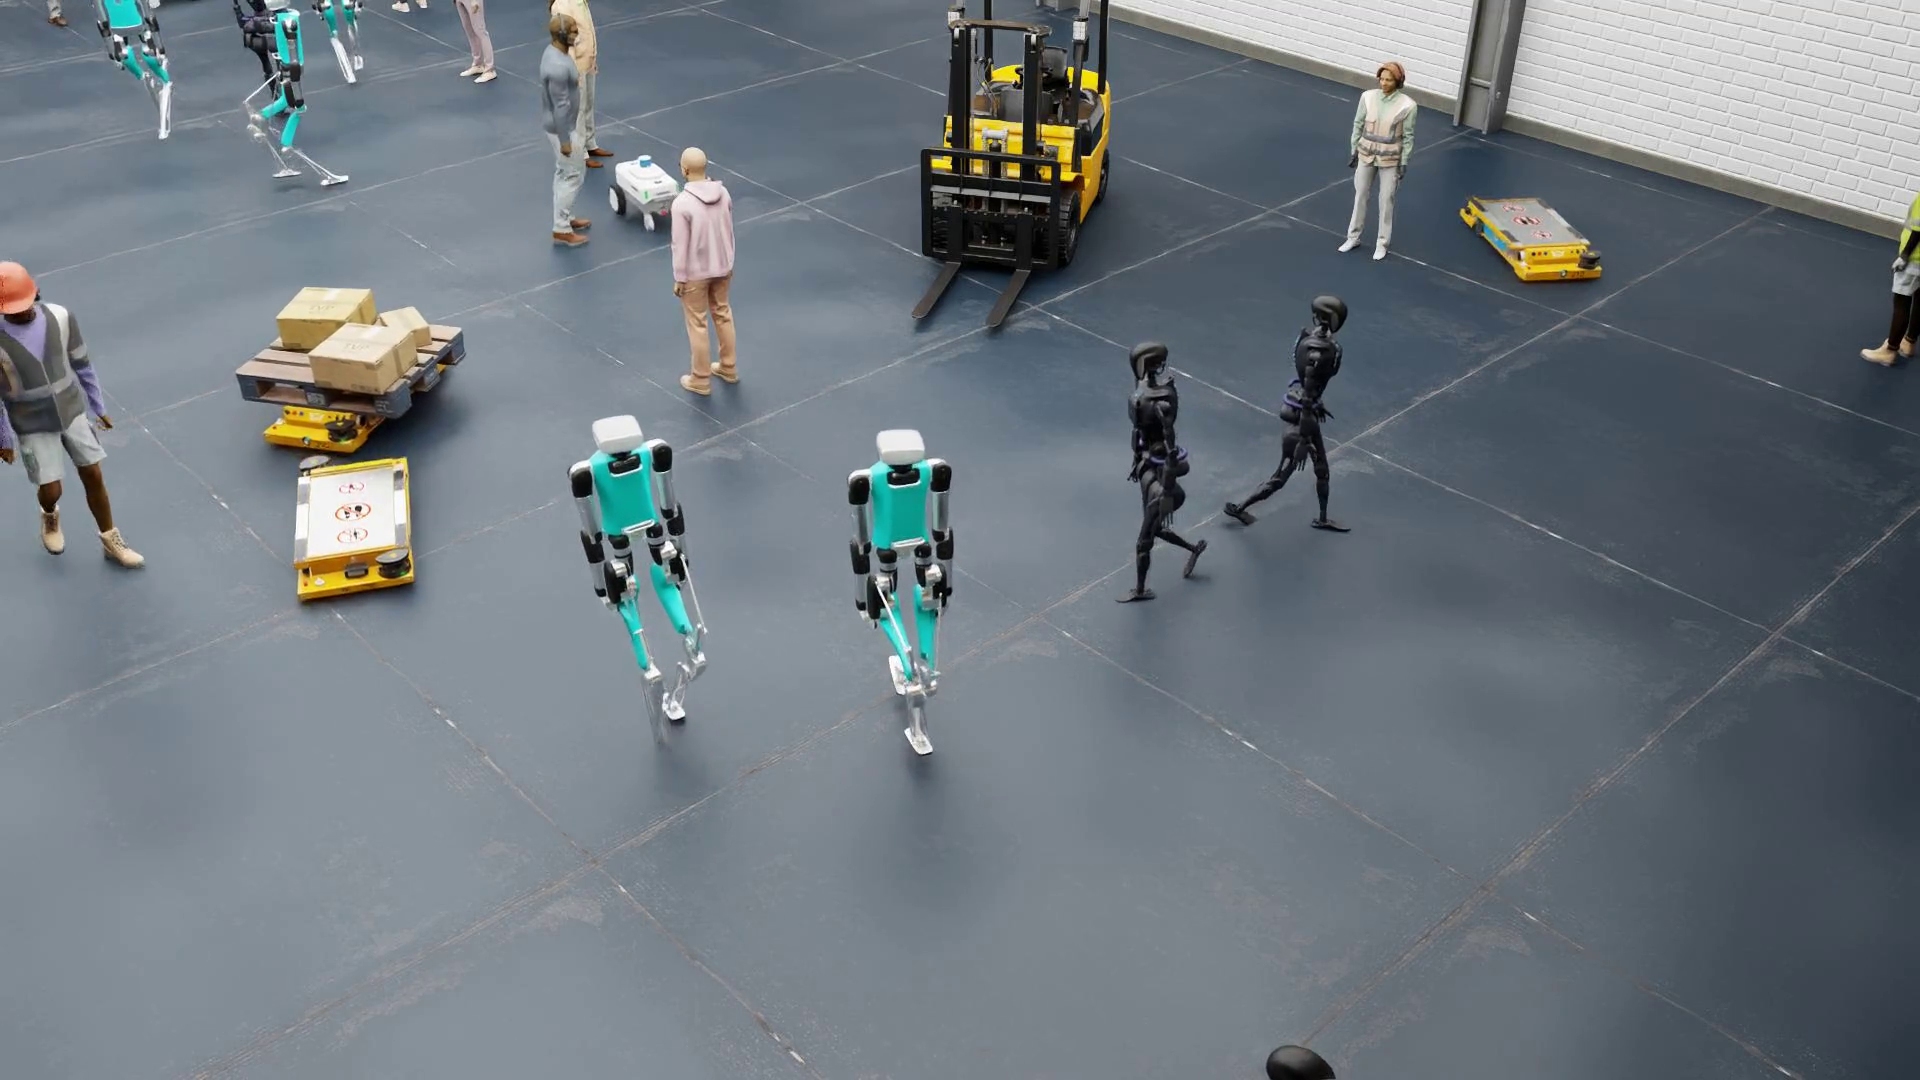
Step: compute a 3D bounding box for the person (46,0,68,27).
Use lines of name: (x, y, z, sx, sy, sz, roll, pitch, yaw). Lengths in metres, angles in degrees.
person: (-10.831, -6.873, 19.485, 0.549, 1.631, 0.486, -9, 34, -13)

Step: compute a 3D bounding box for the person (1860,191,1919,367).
person: (6.971, -2.081, 12.059, 0.539, 1.695, 0.317, -19, 37, -26)

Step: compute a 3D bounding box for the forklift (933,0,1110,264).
forklift: (0.570, -3.725, 14.138, 1.214, 2.155, 2.313, 9, 34, 13)

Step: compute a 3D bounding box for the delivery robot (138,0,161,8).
delivery robot: (-9.808, -6.934, 20.554, 0.499, 0.580, 0.766, 25, 41, 33)

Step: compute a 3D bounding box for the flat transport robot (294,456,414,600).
flat transport robot: (-3.771, -0.124, 10.364, 0.659, 0.231, 1.431, -9, 34, -14)

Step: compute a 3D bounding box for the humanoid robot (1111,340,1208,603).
humanoid robot: (1.204, -0.393, 9.506, 0.610, 1.634, 0.612, -8, 34, -12)

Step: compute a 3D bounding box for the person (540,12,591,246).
person: (-3.324, -3.456, 13.990, 0.466, 1.914, 0.646, -6, 33, -8)

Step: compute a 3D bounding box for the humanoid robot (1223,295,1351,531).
humanoid robot: (2.064, -0.757, 10.102, 0.787, 1.628, 0.609, 10, 34, 15)

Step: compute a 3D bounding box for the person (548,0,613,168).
person: (-3.573, -4.438, 15.523, 0.408, 1.877, 0.563, 5, 33, 8)

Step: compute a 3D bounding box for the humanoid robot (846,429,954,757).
humanoid robot: (-0.229, 0.332, 8.318, 0.537, 1.727, 1.015, -11, 35, -16)

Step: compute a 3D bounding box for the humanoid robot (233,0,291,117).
humanoid robot: (-7.012, -5.140, 16.797, 0.588, 1.640, 0.574, 3, 33, 5)

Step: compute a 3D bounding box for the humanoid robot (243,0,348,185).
humanoid robot: (-6.154, -4.012, 15.003, 0.875, 1.790, 0.541, -15, 36, -22)

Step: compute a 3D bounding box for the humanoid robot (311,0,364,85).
humanoid robot: (-6.649, -5.783, 17.772, 0.549, 1.818, 0.901, -10, 34, -15)

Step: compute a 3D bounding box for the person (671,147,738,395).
person: (-1.779, -1.879, 11.682, 0.409, 1.775, 0.537, 25, 40, 33)

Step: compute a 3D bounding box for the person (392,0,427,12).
person: (-6.749, -7.298, 19.927, 0.798, 1.865, 0.421, -26, 41, -34)

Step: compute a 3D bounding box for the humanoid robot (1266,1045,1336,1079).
humanoid robot: (1.036, 2.270, 5.435, 0.777, 1.623, 0.601, 16, 36, 23)

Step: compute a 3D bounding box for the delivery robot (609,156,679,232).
delivery robot: (-2.759, -3.084, 14.668, 0.499, 0.612, 0.815, -19, 37, -26)

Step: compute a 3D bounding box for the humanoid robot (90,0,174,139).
humanoid robot: (-8.056, -4.851, 16.333, 0.548, 1.830, 0.876, -8, 34, -13)

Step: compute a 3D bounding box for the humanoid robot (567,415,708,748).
humanoid robot: (-1.540, 0.323, 8.436, 0.552, 1.897, 0.741, -18, 37, -25)

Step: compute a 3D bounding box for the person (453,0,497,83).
person: (-5.264, -5.769, 17.676, 0.332, 1.760, 0.521, -27, 42, -35)

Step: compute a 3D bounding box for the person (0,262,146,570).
person: (-5.308, -0.718, 9.680, 0.598, 2.017, 0.646, 25, 41, 33)

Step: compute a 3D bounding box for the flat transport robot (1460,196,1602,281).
flat transport robot: (4.838, -2.580, 14.138, 0.659, 0.231, 1.431, -4, 33, -6)

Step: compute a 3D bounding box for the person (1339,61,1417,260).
person: (3.461, -3.134, 13.730, 0.521, 1.640, 0.304, 20, 38, 28)

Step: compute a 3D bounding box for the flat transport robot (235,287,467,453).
flat transport robot: (-4.263, -1.068, 11.814, 0.659, 0.231, 1.431, 7, 34, 11)
